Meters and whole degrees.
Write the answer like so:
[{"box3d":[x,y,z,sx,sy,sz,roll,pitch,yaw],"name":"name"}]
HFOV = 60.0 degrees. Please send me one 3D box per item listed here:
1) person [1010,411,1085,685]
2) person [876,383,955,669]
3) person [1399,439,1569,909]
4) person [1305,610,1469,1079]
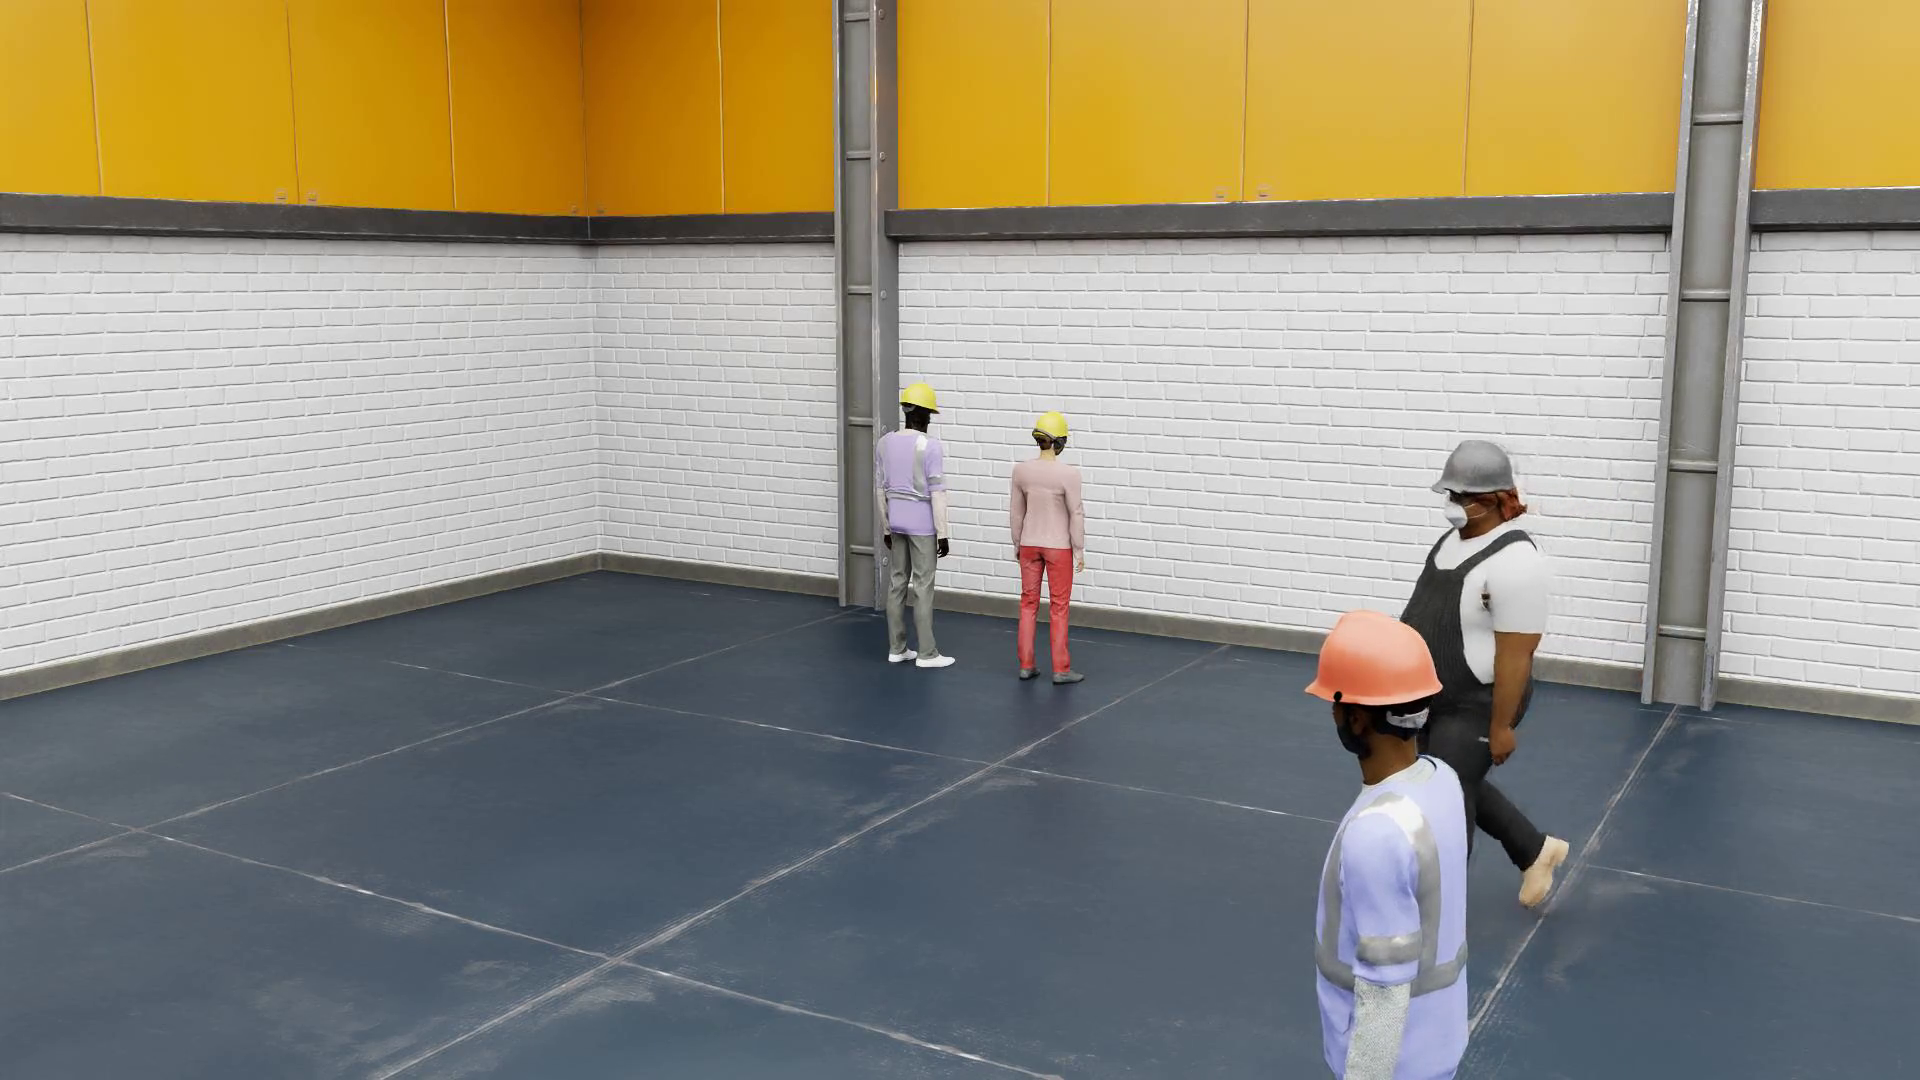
[{"box3d":[0.578,0.051,10.761,0.533,1.767,0.321,6,11,33],"name":"person"},{"box3d":[-0.299,-0.093,11.190,0.586,1.917,0.380,8,12,41],"name":"person"},{"box3d":[2.067,0.584,6.576,0.793,2.000,0.687,0,9,-3],"name":"person"},{"box3d":[0.904,1.109,3.630,0.376,1.934,0.547,5,10,27],"name":"person"}]
